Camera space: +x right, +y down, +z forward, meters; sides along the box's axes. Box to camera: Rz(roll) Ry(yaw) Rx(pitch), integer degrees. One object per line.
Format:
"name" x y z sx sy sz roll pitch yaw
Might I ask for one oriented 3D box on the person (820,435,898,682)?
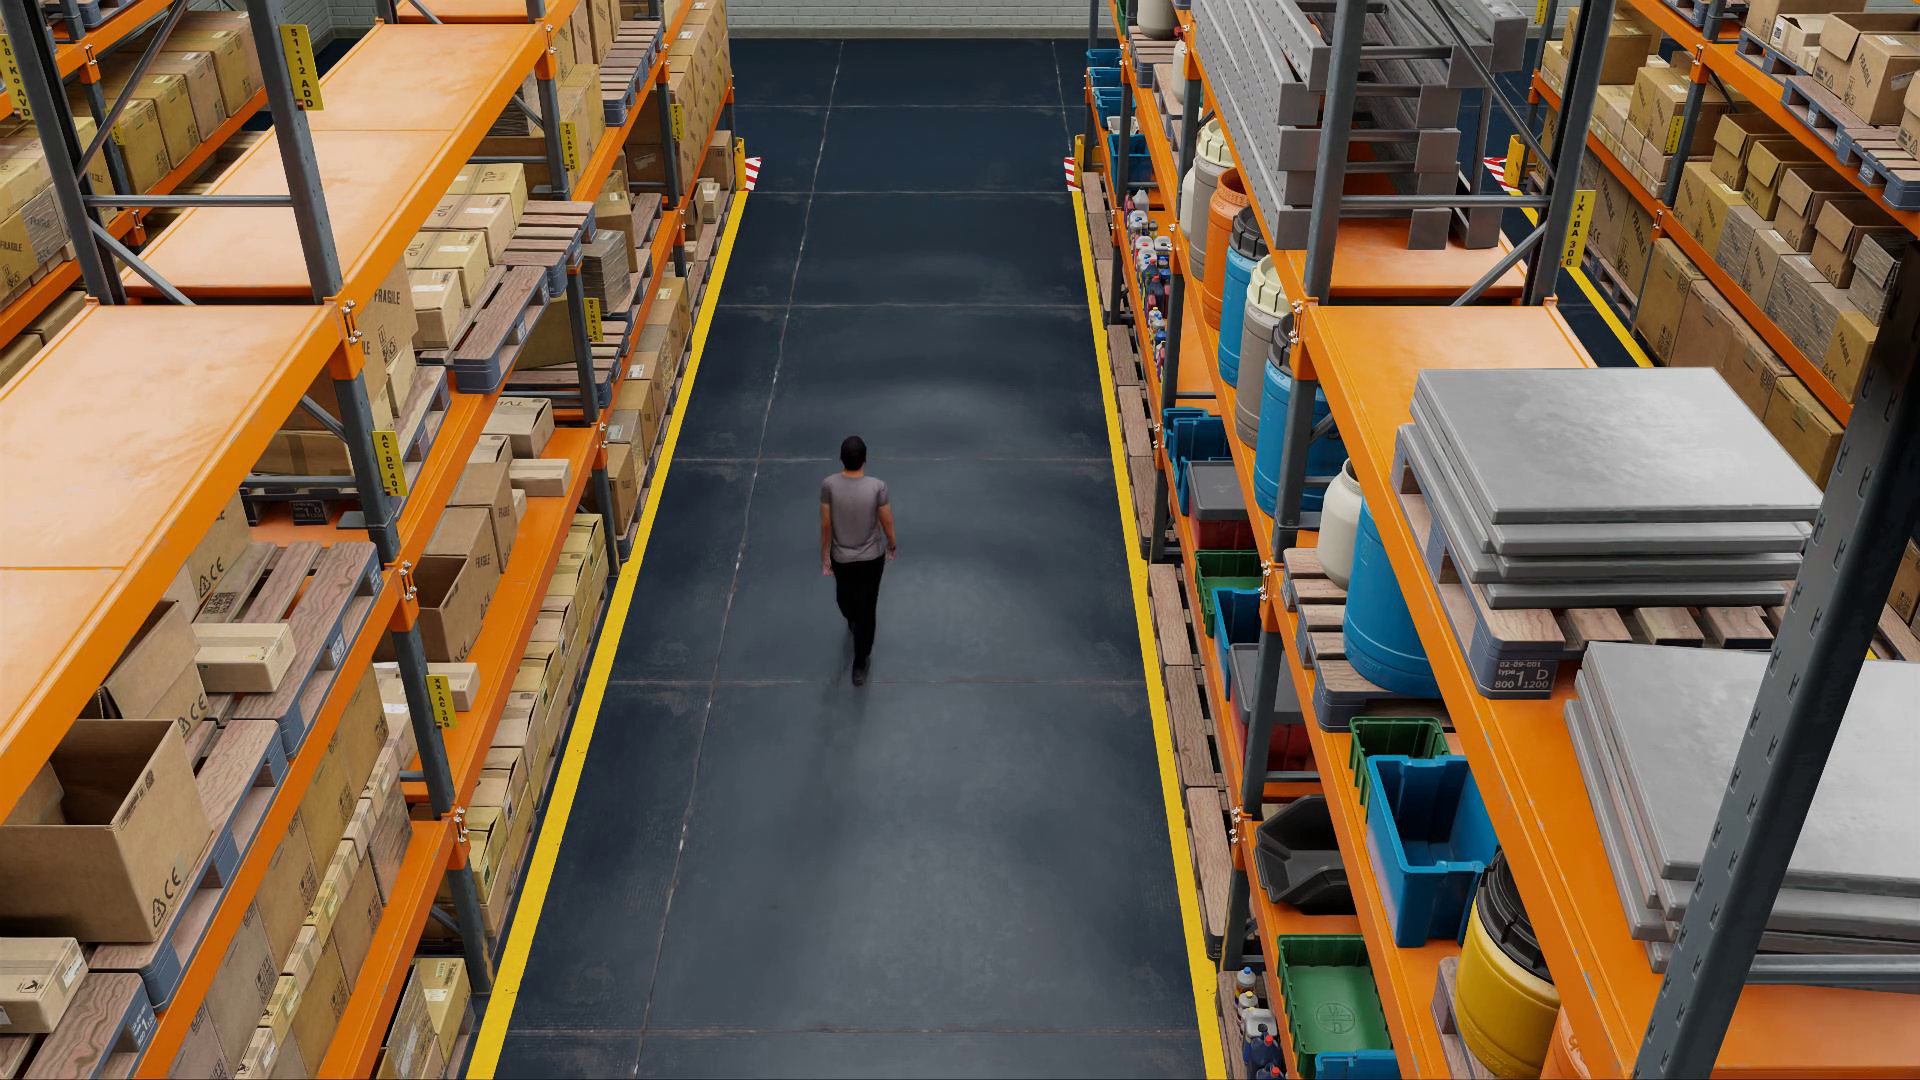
"person" -0.692 0.156 10.973 0.700 1.717 1.087 3 33 5
